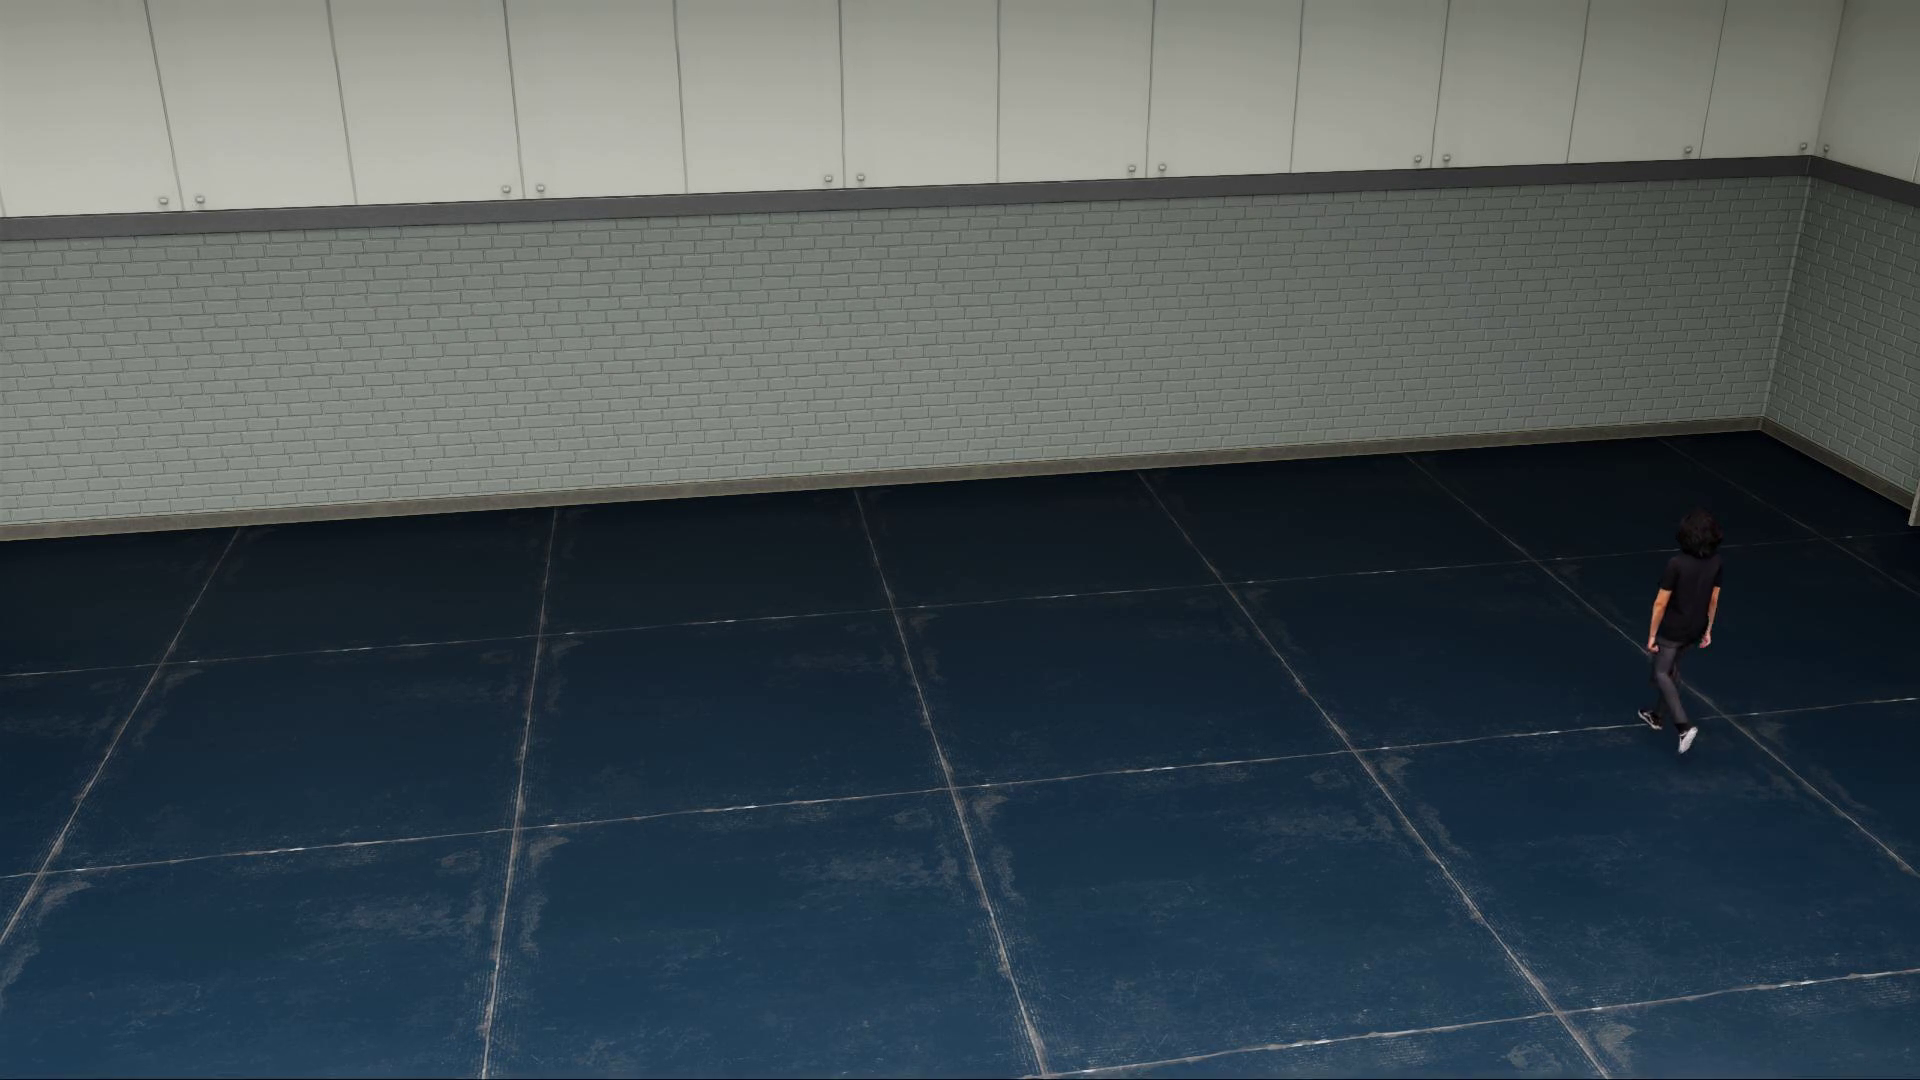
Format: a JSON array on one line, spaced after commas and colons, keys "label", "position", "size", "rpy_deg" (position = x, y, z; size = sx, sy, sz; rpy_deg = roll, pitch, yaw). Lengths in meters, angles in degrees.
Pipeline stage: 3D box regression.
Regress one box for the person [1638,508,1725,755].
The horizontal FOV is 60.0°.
[{"label": "person", "position": [5.239, 0.662, 11.995], "size": [0.638, 1.809, 0.997], "rpy_deg": [-3, 23, -8]}]
